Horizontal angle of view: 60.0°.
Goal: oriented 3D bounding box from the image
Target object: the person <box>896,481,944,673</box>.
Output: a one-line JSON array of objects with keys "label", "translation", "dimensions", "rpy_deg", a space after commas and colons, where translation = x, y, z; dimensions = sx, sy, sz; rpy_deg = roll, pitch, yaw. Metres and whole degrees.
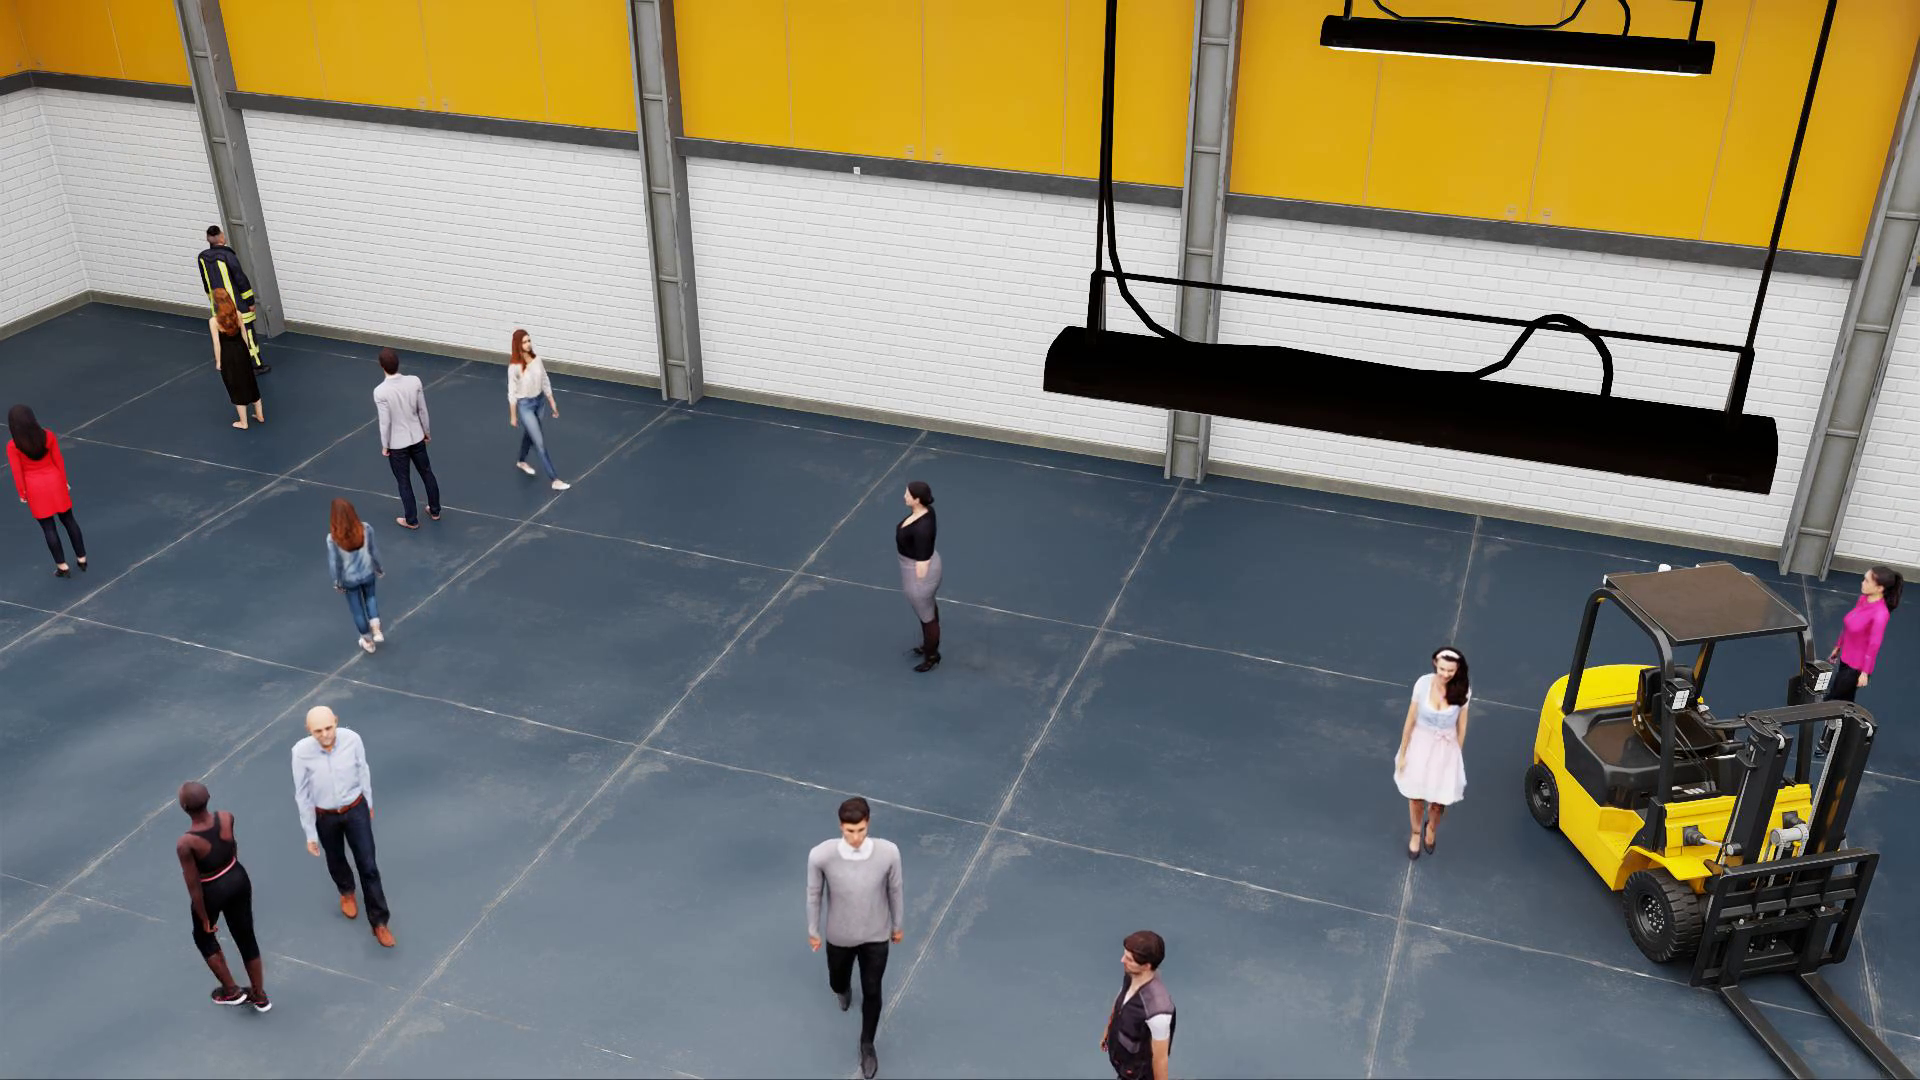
[{"label": "person", "translation": [-0.304, 0.292, 14.036], "dimensions": [0.731, 1.757, 0.742], "rpy_deg": [1, 29, 2]}]

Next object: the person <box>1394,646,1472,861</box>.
[{"label": "person", "translation": [3.341, 1.476, 11.817], "dimensions": [0.703, 1.804, 0.715], "rpy_deg": [10, 30, 17]}]

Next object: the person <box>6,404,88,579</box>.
[{"label": "person", "translation": [-8.470, -0.456, 15.417], "dimensions": [0.731, 1.749, 0.705], "rpy_deg": [24, 36, 36]}]

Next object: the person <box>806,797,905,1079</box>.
[{"label": "person", "translation": [-0.632, 2.316, 10.168], "dimensions": [1.116, 1.909, 1.065], "rpy_deg": [-2, 29, -4]}]

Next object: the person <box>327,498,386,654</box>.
[{"label": "person", "translation": [-5.146, 0.331, 14.266], "dimensions": [0.683, 1.467, 0.710], "rpy_deg": [-21, 35, -33]}]

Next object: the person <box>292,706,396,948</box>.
[{"label": "person", "translation": [-4.208, 1.830, 11.220], "dimensions": [1.059, 1.754, 1.153], "rpy_deg": [-14, 32, -24]}]

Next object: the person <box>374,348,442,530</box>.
[{"label": "person", "translation": [-5.442, -1.000, 16.309], "dimensions": [0.703, 1.849, 0.753], "rpy_deg": [23, 36, 36]}]

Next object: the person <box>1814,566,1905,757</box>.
[{"label": "person", "translation": [7.021, 0.972, 12.865], "dimensions": [0.643, 1.686, 0.633], "rpy_deg": [5, 29, 9]}]

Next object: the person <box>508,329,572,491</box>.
[{"label": "person", "translation": [-4.478, -1.365, 17.153], "dimensions": [1.212, 1.682, 0.823], "rpy_deg": [19, 34, 31]}]

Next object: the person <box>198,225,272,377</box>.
[{"label": "person", "translation": [-8.637, -2.847, 19.684], "dimensions": [0.635, 1.859, 0.819], "rpy_deg": [8, 30, 14]}]

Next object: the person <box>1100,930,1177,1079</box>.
[{"label": "person", "translation": [1.094, 2.892, 9.222], "dimensions": [1.279, 1.804, 1.040], "rpy_deg": [-4, 29, -7]}]

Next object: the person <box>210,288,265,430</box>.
[{"label": "person", "translation": [-8.026, -2.018, 18.408], "dimensions": [0.648, 1.626, 0.628], "rpy_deg": [19, 34, 31]}]

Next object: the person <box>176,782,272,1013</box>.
[{"label": "person", "translation": [-4.560, 2.270, 10.426], "dimensions": [0.720, 1.742, 0.668], "rpy_deg": [18, 34, 30]}]
